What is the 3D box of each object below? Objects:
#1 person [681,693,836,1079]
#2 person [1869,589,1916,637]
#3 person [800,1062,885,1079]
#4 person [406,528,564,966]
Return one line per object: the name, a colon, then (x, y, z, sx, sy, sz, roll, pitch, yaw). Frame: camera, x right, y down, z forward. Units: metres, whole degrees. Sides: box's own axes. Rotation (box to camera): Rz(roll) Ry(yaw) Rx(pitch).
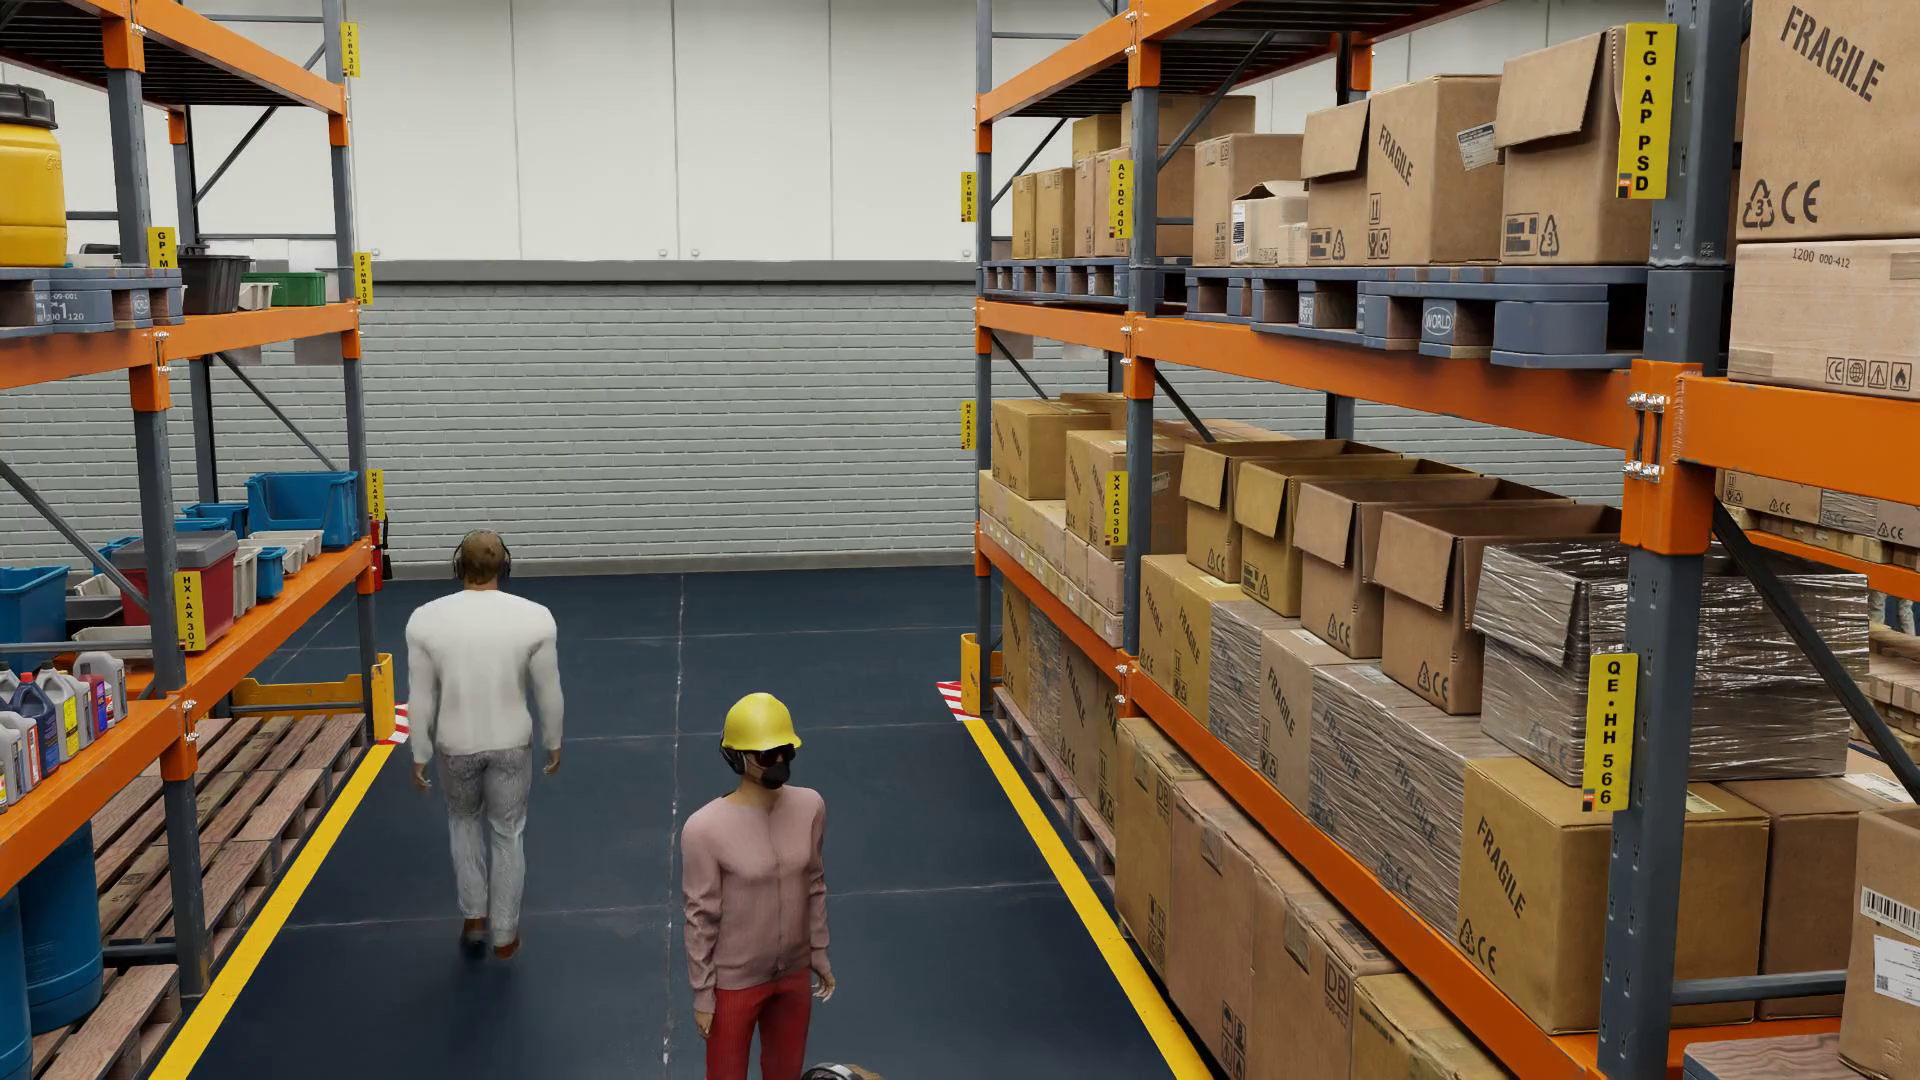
person: (-0.607, 1.333, 5.114, 0.525, 1.772, 0.309, -9, 13, -43)
person: (6.734, 0.169, 12.026, 0.516, 1.860, 0.324, -1, 9, -3)
person: (-0.157, 1.677, 2.479, 0.629, 1.937, 0.377, 2, 9, 13)
person: (-2.080, 0.893, 7.363, 0.653, 1.915, 0.619, -2, 9, -11)
